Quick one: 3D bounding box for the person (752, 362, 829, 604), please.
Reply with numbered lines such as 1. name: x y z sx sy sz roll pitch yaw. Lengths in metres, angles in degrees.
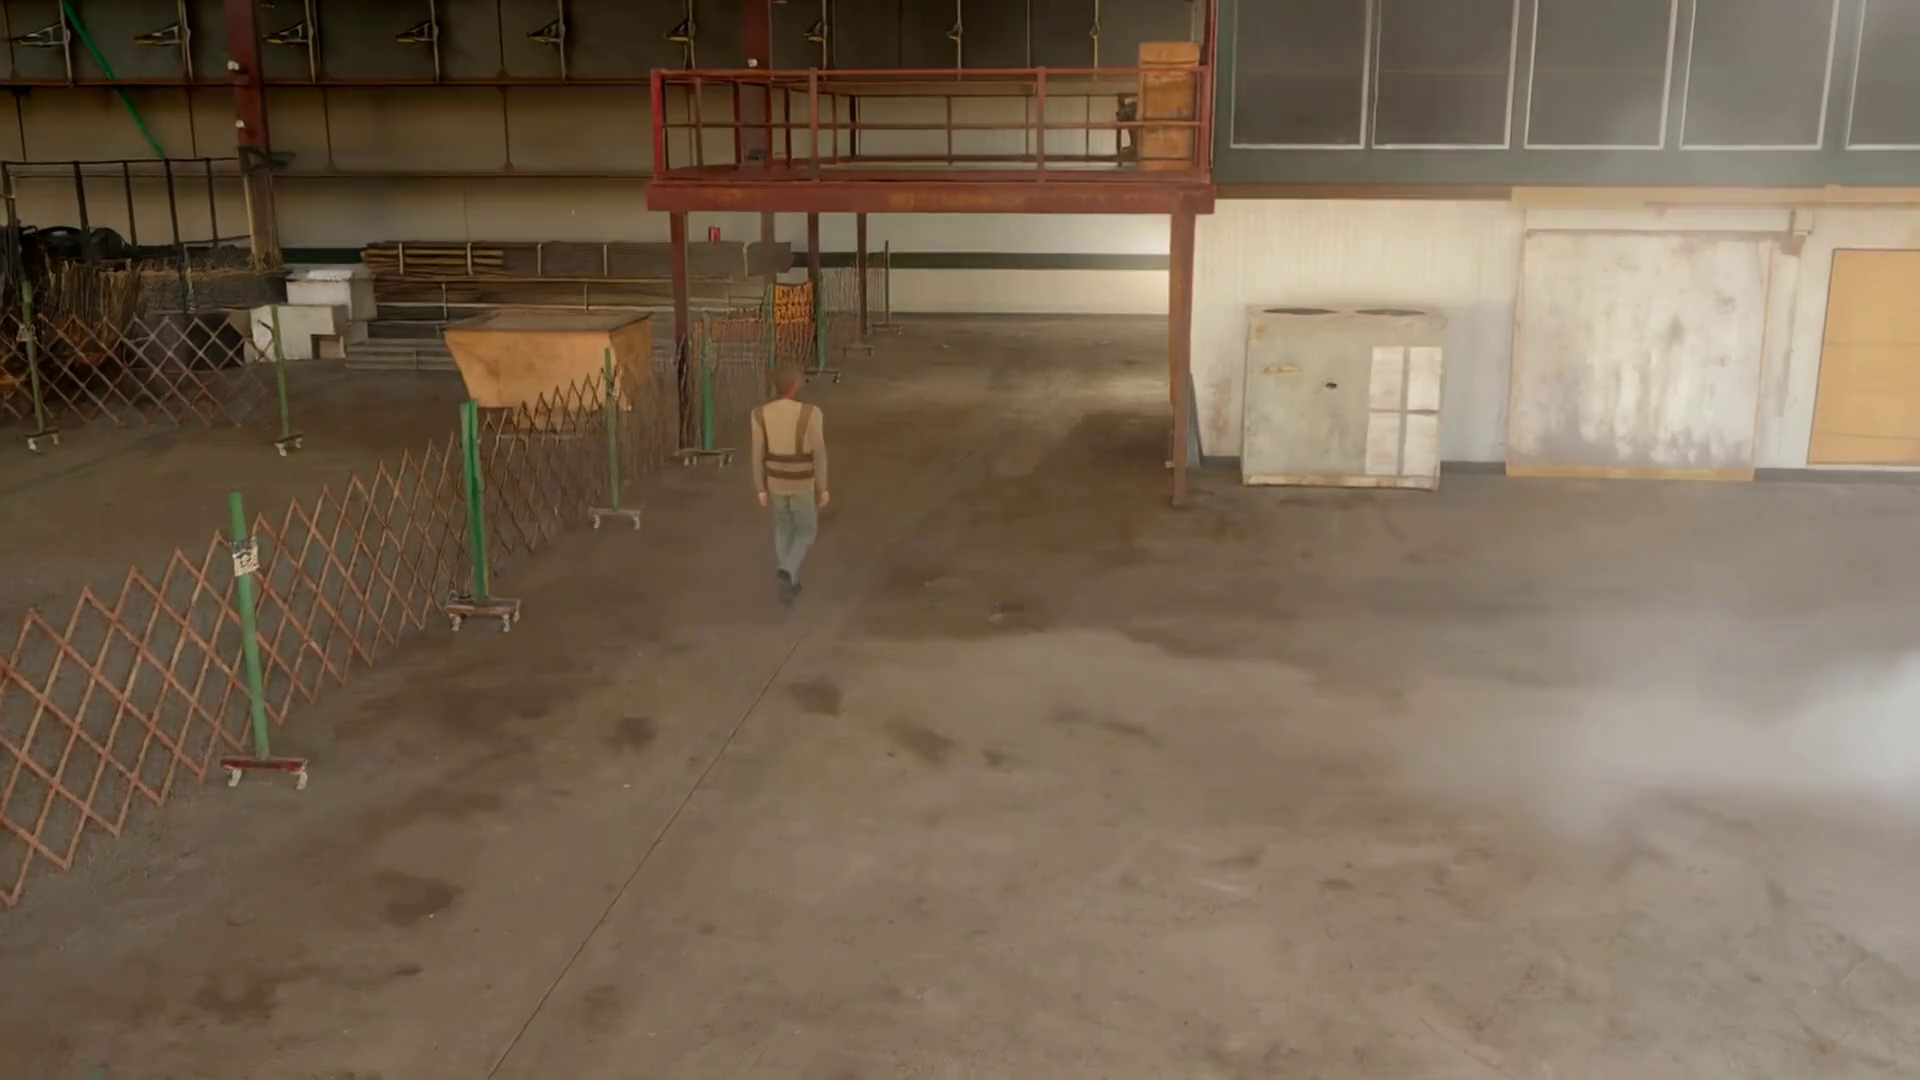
1. person: -1.312 -0.414 12.605 0.590 1.862 0.651 4 14 17
